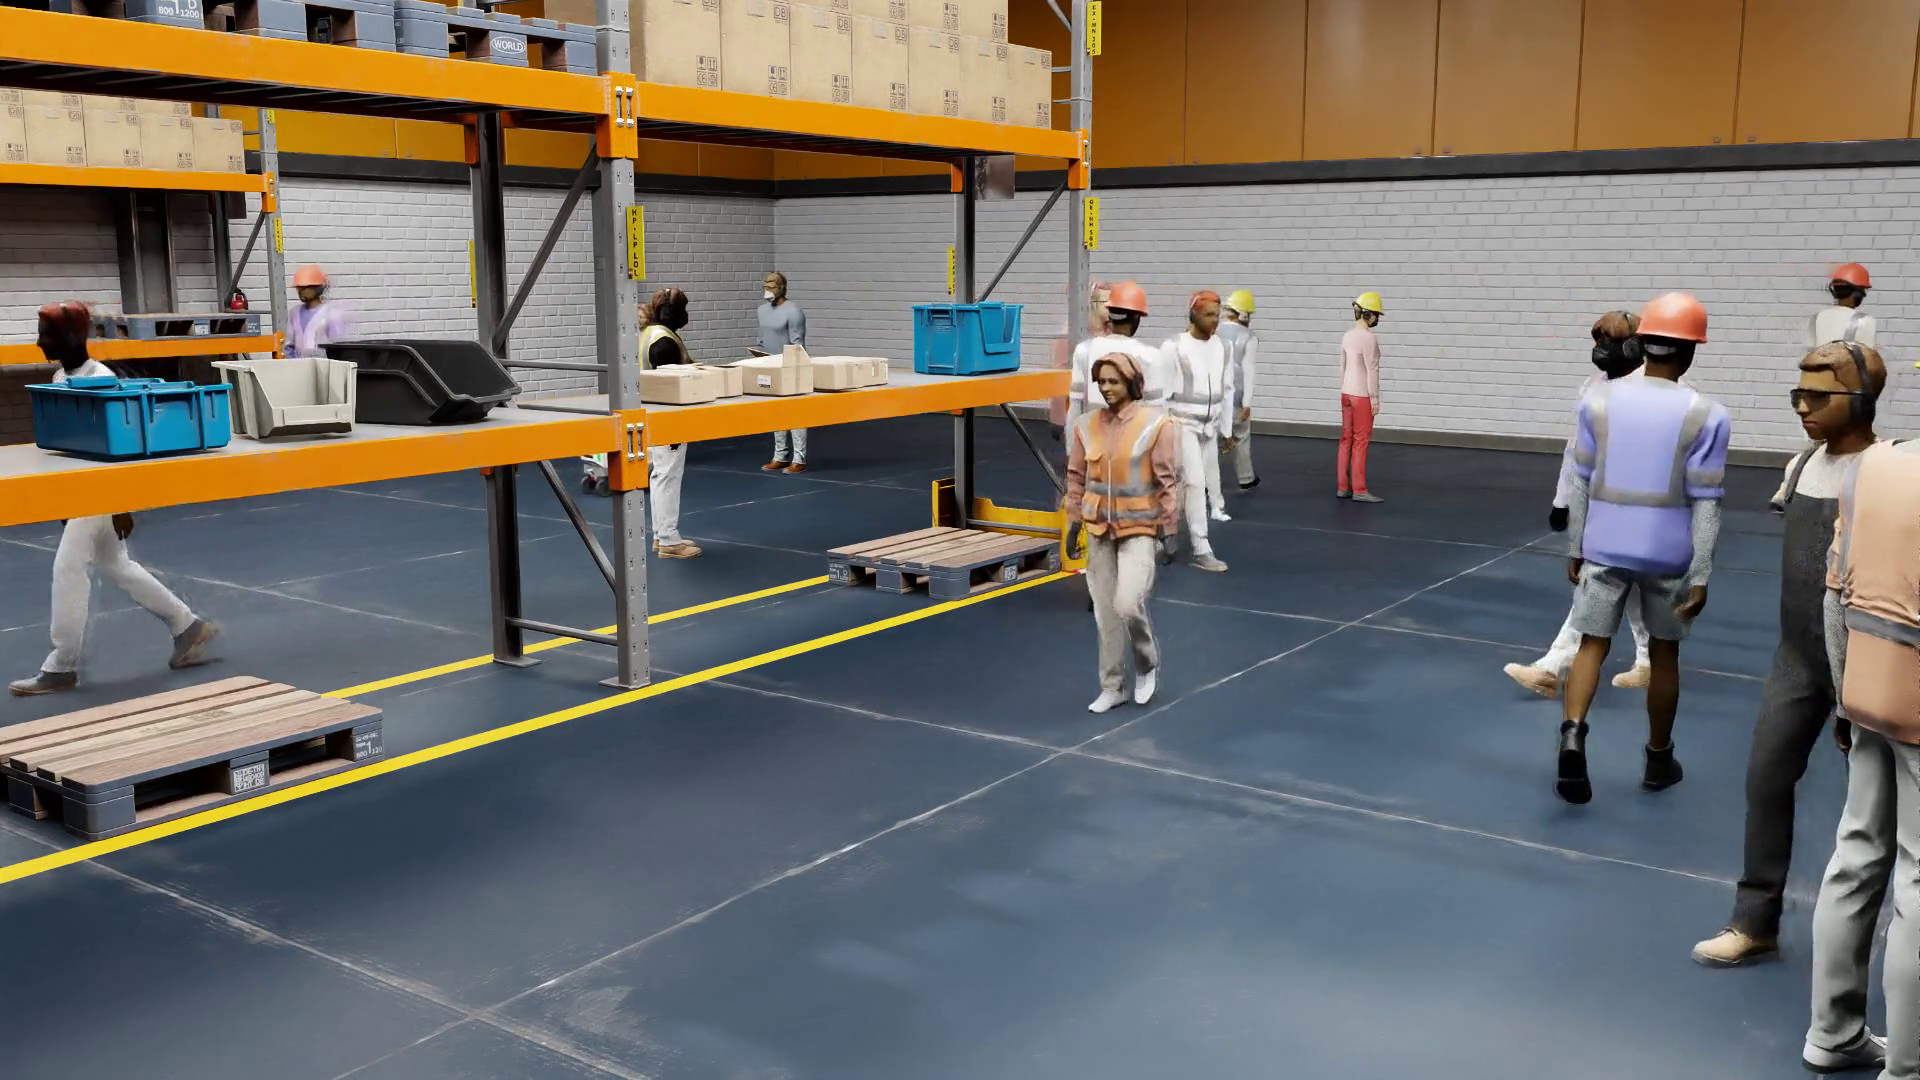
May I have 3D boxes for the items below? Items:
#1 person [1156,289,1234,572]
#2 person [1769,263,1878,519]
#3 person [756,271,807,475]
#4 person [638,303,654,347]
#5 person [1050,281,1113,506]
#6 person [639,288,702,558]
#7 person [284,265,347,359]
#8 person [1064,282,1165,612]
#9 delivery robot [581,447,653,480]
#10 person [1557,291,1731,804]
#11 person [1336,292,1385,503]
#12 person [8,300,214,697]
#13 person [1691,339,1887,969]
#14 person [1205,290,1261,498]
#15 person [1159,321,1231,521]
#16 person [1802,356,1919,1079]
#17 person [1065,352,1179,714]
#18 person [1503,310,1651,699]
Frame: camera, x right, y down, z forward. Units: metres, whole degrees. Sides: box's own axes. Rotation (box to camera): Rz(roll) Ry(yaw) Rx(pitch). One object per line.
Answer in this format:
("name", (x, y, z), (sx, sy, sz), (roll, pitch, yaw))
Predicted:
("person", (1.513, -0.754, 11.128), (0.597, 1.851, 0.881), (-6, 11, -32))
("person", (6.739, -1.119, 12.794), (0.903, 2.016, 0.621), (-3, 10, -20))
("person", (-1.695, -1.579, 15.816), (0.389, 1.927, 0.645), (-9, 13, -42))
("person", (-3.031, -1.490, 16.144), (0.524, 1.619, 0.553), (4, 10, 22))
("person", (1.017, -0.885, 11.820), (0.896, 1.872, 0.657), (7, 12, 35))
("person", (-1.977, -0.800, 11.398), (0.429, 1.840, 0.637), (-3, 10, -15))
("person", (-5.834, -1.513, 15.221), (0.606, 2.001, 1.076), (5, 11, 28))
("person", (0.974, -0.562, 9.829), (0.556, 1.890, 0.939), (5, 11, 30))
("delivery robot", (-2.936, -0.727, 14.509), (0.707, 0.478, 0.477), (-8, 13, -41))
("person", (2.515, 0.040, 6.168), (0.574, 1.915, 0.800), (6, 11, 34))
("person", (3.387, -1.195, 13.999), (0.328, 1.760, 0.524), (-3, 10, -15))
("person", (-4.096, -0.225, 7.973), (0.927, 1.854, 0.593), (-9, 13, -43))
("person", (2.569, 0.337, 4.731), (0.841, 1.816, 0.517), (-3, 10, -17))
("person", (2.317, -1.245, 14.267), (0.575, 1.772, 0.950), (7, 12, 38))
("person", (1.805, -0.965, 13.089), (0.507, 1.594, 0.678), (-4, 10, -22))
("person", (2.308, 0.408, 3.949), (0.384, 1.925, 0.593), (-1, 10, -9))
("person", (0.703, -0.024, 7.401), (0.541, 1.624, 0.371), (7, 12, 35))
("person", (2.982, -0.156, 7.718), (0.963, 1.788, 0.650), (-1, 10, -9))
